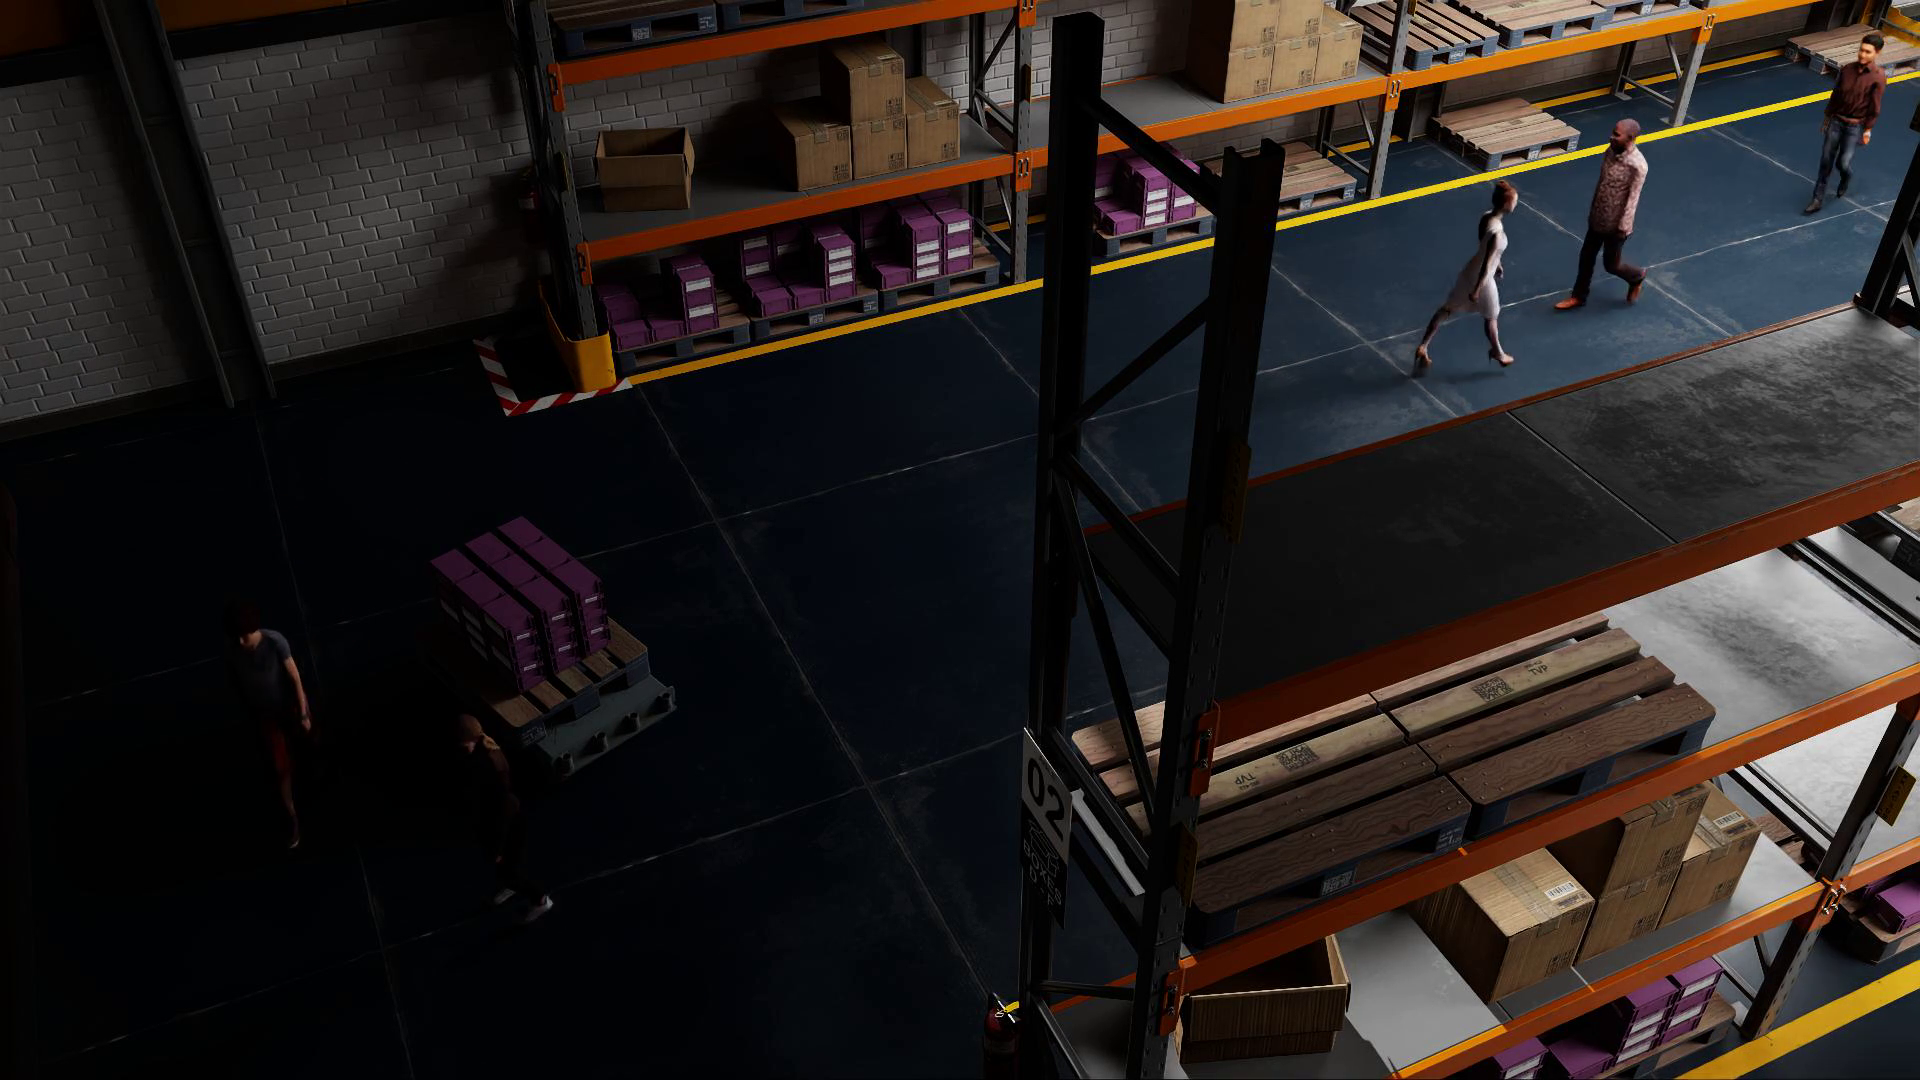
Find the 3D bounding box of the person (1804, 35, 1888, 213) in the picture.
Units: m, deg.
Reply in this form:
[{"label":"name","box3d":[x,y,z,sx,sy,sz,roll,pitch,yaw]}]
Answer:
[{"label":"person","box3d":[8.616,-4.025,16.068,0.934,1.771,0.776,-26,45,-29]}]

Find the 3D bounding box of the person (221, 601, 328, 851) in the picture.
[{"label":"person","box3d":[-4.064,0.944,9.978,1.139,1.606,0.838,-6,39,-7]}]

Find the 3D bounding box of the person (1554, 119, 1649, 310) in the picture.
[{"label":"person","box3d":[5.772,-2.825,14.556,1.062,1.783,0.771,-12,40,-15]}]

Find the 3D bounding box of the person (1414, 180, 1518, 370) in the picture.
[{"label":"person","box3d":[4.157,-2.110,13.696,1.168,1.738,0.893,-2,39,-2]}]

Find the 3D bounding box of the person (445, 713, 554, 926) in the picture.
[{"label":"person","box3d":[-2.494,1.545,9.172,0.743,1.672,0.739,-28,46,-30]}]
